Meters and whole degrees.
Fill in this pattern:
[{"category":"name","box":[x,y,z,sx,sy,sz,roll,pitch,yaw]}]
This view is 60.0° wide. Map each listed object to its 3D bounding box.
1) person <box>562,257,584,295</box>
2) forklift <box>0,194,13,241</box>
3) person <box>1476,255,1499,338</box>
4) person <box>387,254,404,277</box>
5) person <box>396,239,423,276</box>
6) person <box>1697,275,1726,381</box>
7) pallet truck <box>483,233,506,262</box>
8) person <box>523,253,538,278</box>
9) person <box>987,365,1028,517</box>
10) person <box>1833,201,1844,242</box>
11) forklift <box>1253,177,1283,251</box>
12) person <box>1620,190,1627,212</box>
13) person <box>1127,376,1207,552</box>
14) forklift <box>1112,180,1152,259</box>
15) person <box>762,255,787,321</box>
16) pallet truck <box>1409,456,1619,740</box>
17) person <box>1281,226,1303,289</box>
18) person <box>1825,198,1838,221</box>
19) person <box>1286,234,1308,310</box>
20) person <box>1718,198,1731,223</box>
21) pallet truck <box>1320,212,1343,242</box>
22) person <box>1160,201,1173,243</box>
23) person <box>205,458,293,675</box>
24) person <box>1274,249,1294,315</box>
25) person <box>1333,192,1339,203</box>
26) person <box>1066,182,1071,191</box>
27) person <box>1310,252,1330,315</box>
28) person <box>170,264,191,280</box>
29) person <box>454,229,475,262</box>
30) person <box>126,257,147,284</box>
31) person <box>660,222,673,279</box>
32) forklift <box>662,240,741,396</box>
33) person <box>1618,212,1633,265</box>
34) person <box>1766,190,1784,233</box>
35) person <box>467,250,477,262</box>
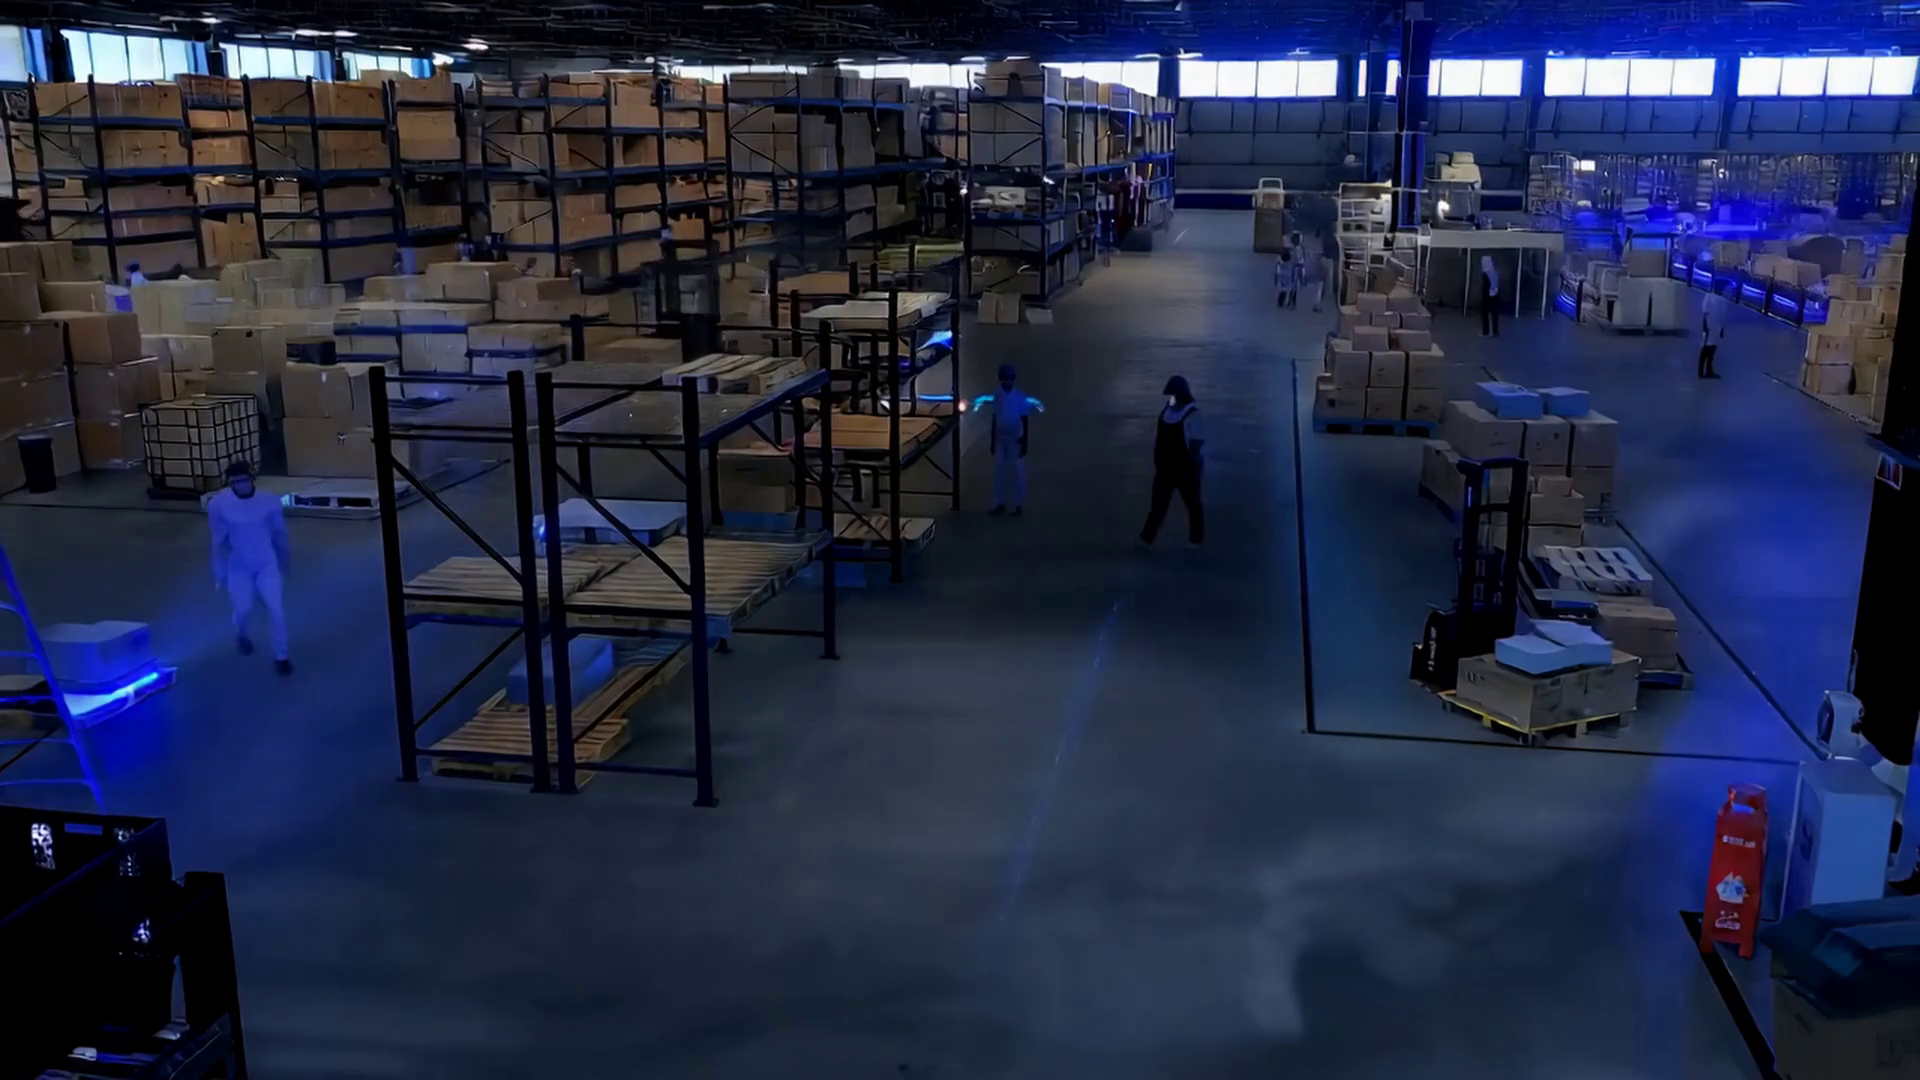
[{"category":"person","box":[-9.346,-6.019,40.214,0.524,1.631,0.318,-1,14,-3]},{"category":"forklift","box":[-27.813,-8.564,47.973,1.129,2.768,1.873,3,14,10]},{"category":"person","box":[11.970,-5.481,37.543,0.450,1.874,0.671,11,18,39]},{"category":"person","box":[-12.512,-5.390,37.033,1.047,1.936,0.645,-6,15,-25]},{"category":"person","box":[-14.700,-7.117,44.337,0.624,1.803,0.947,3,14,11]},{"category":"person","box":[14.179,-3.995,31.303,0.613,1.965,0.361,-10,17,-36]},{"category":"pallet truck","box":[-11.832,-7.026,43.548,1.885,1.965,0.823,8,16,28]},{"category":"person","box":[-9.585,-5.517,37.597,0.775,1.909,0.634,-4,14,-16]},{"category":"person","box":[0.580,-1.206,20.193,0.521,1.865,0.319,9,16,32]},{"category":"person","box":[36.816,-13.363,69.836,0.898,1.726,0.523,6,15,22]},{"category":"forklift","box":[12.083,-12.747,64.956,1.129,2.768,1.873,3,14,10]},{"category":"person","box":[35.805,-18.241,89.586,0.339,1.747,0.573,-11,17,-37]},{"category":"person","box":[2.328,-0.829,18.296,1.002,2.000,0.703,-10,17,-35]},{"category":"forklift","box":[6.082,-11.722,60.796,1.873,2.768,1.129,2,14,9]},{"category":"person","box":[-4.592,-6.215,41.046,0.700,1.602,0.561,-5,15,-21]},{"category":"pallet truck","box":[4.504,0.400,13.395,0.823,1.965,1.885,-6,15,-23]},{"category":"person","box":[9.759,-8.300,48.952,0.645,1.889,0.576,3,14,12]},{"category":"person","box":[37.152,-13.630,70.724,0.722,1.818,0.595,5,15,20]},{"category":"person","box":[8.778,-7.021,43.582,0.606,1.978,1.011,1,14,3]},{"category":"person","box":[32.719,-13.687,71.041,0.925,1.791,0.601,3,14,10]},{"category":"pallet truck","box":[15.874,-13.227,70.310,0.680,1.201,1.601,10,17,35]},{"category":"person","box":[8.622,-13.272,69.435,0.549,1.722,0.878,1,14,5]},{"category":"person","box":[-6.140,0.199,14.394,0.653,1.915,0.705,-8,16,-31]},{"category":"person","box":[8.270,-6.645,42.652,0.531,1.675,0.643,-2,14,-9]},{"category":"person","box":[18.780,-16.568,83.068,0.465,1.612,0.541,7,16,27]},{"category":"person","box":[5.863,-18.695,91.166,0.761,1.878,0.955,-6,15,-24]},{"category":"person","box":[9.238,-6.608,42.706,0.507,1.583,0.859,-4,14,-17]},{"category":"person","box":[-16.553,-4.978,35.584,0.643,1.829,0.650,1,14,3]},{"category":"person","box":[-13.867,-7.749,46.636,0.540,1.921,0.751,-3,14,-12]},{"category":"person","box":[-18.009,-5.297,36.720,0.784,1.914,0.561,-11,17,-37]},{"category":"person","box":[-8.766,-8.569,49.947,0.377,1.932,0.629,-9,17,-33]},{"category":"forklift","box":[-4.454,-3.638,27.975,1.129,2.768,1.873,3,14,10]},{"category":"person","box":[23.231,-10.512,58.065,0.403,1.822,0.600,9,17,33]},{"category":"person","box":[36.792,-14.813,75.161,0.613,2.003,0.976,0,14,1]},{"category":"person","box":[-12.201,-6.505,42.095,0.642,1.670,0.538,-1,14,-4]}]
